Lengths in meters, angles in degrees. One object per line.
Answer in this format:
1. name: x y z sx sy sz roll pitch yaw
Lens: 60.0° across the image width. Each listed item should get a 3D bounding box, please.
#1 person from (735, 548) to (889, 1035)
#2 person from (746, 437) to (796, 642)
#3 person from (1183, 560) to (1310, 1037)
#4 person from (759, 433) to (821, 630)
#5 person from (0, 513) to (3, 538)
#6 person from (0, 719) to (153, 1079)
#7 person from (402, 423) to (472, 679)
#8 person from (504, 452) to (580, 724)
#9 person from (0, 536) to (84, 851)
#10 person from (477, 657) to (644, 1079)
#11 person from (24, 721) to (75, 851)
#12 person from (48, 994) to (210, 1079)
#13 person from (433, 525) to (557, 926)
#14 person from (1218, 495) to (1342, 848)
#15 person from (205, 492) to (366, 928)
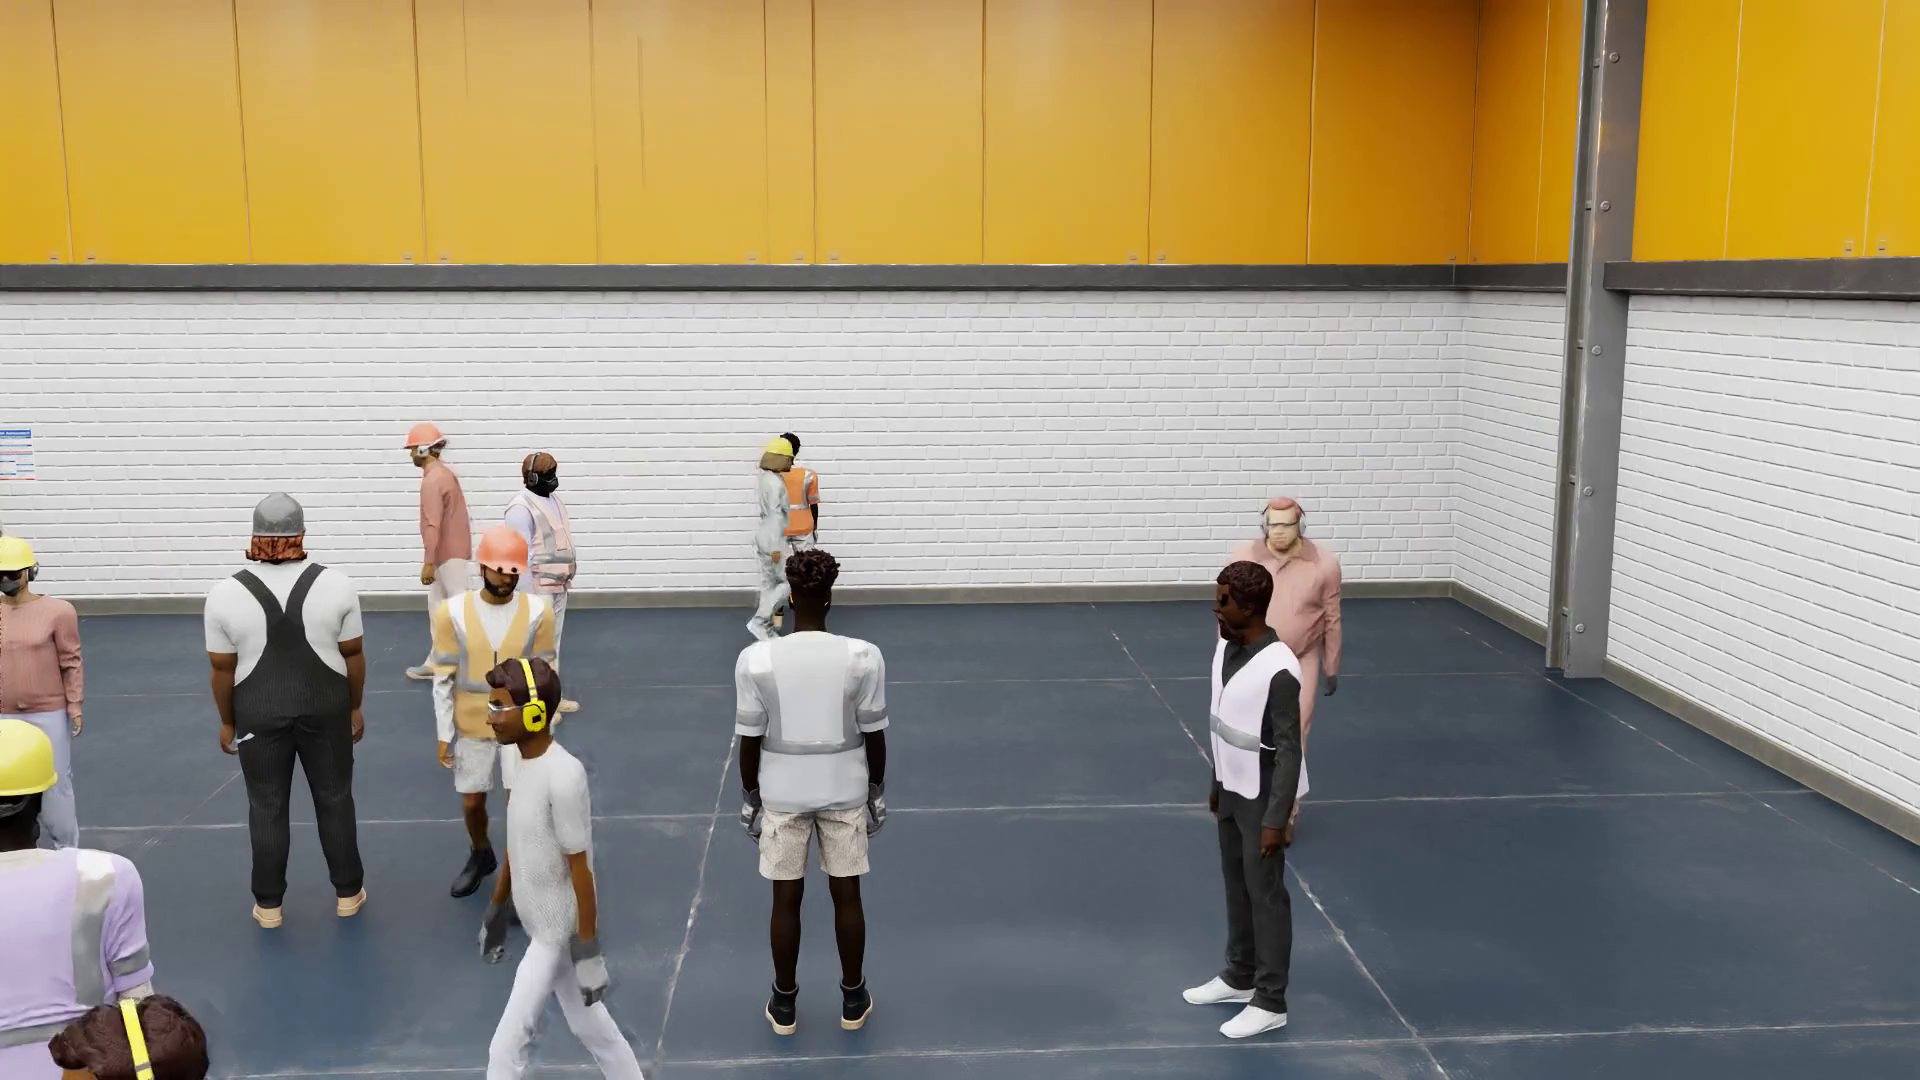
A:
1. person: -0.586 1.006 6.647 0.607 1.962 0.367 -1 9 -7
2. person: -1.506 0.022 13.584 0.382 1.716 0.503 -3 10 -20
3. person: 1.175 1.024 6.678 0.394 1.916 0.590 -2 9 -15
4. person: -1.457 -0.070 14.234 0.535 1.697 0.318 -2 9 -14
5. person: -7.655 0.039 12.694 0.631 1.969 0.876 -5 10 -26
6. person: -2.366 1.405 4.248 0.588 1.928 0.384 -4 10 -25
7. person: -3.795 0.117 12.316 0.709 1.954 0.634 -2 9 -10
8. person: -2.832 0.317 11.347 0.429 1.842 0.634 2 9 9
9. person: -4.628 0.849 8.245 0.527 1.768 0.331 -2 9 -15
10. person: -1.417 1.275 5.420 0.983 1.813 0.557 -4 10 -25
11. person: -3.725 1.231 6.352 0.767 1.590 0.563 8 12 42
12. person: -1.401 1.681 2.854 0.915 1.826 0.494 -8 12 -41
13. person: -2.199 0.841 7.905 0.567 1.904 0.734 -3 9 -16
14. person: 1.753 0.663 9.146 0.648 1.864 0.995 3 10 19
15. person: -3.141 0.782 7.809 0.672 2.000 0.536 -4 10 -22
